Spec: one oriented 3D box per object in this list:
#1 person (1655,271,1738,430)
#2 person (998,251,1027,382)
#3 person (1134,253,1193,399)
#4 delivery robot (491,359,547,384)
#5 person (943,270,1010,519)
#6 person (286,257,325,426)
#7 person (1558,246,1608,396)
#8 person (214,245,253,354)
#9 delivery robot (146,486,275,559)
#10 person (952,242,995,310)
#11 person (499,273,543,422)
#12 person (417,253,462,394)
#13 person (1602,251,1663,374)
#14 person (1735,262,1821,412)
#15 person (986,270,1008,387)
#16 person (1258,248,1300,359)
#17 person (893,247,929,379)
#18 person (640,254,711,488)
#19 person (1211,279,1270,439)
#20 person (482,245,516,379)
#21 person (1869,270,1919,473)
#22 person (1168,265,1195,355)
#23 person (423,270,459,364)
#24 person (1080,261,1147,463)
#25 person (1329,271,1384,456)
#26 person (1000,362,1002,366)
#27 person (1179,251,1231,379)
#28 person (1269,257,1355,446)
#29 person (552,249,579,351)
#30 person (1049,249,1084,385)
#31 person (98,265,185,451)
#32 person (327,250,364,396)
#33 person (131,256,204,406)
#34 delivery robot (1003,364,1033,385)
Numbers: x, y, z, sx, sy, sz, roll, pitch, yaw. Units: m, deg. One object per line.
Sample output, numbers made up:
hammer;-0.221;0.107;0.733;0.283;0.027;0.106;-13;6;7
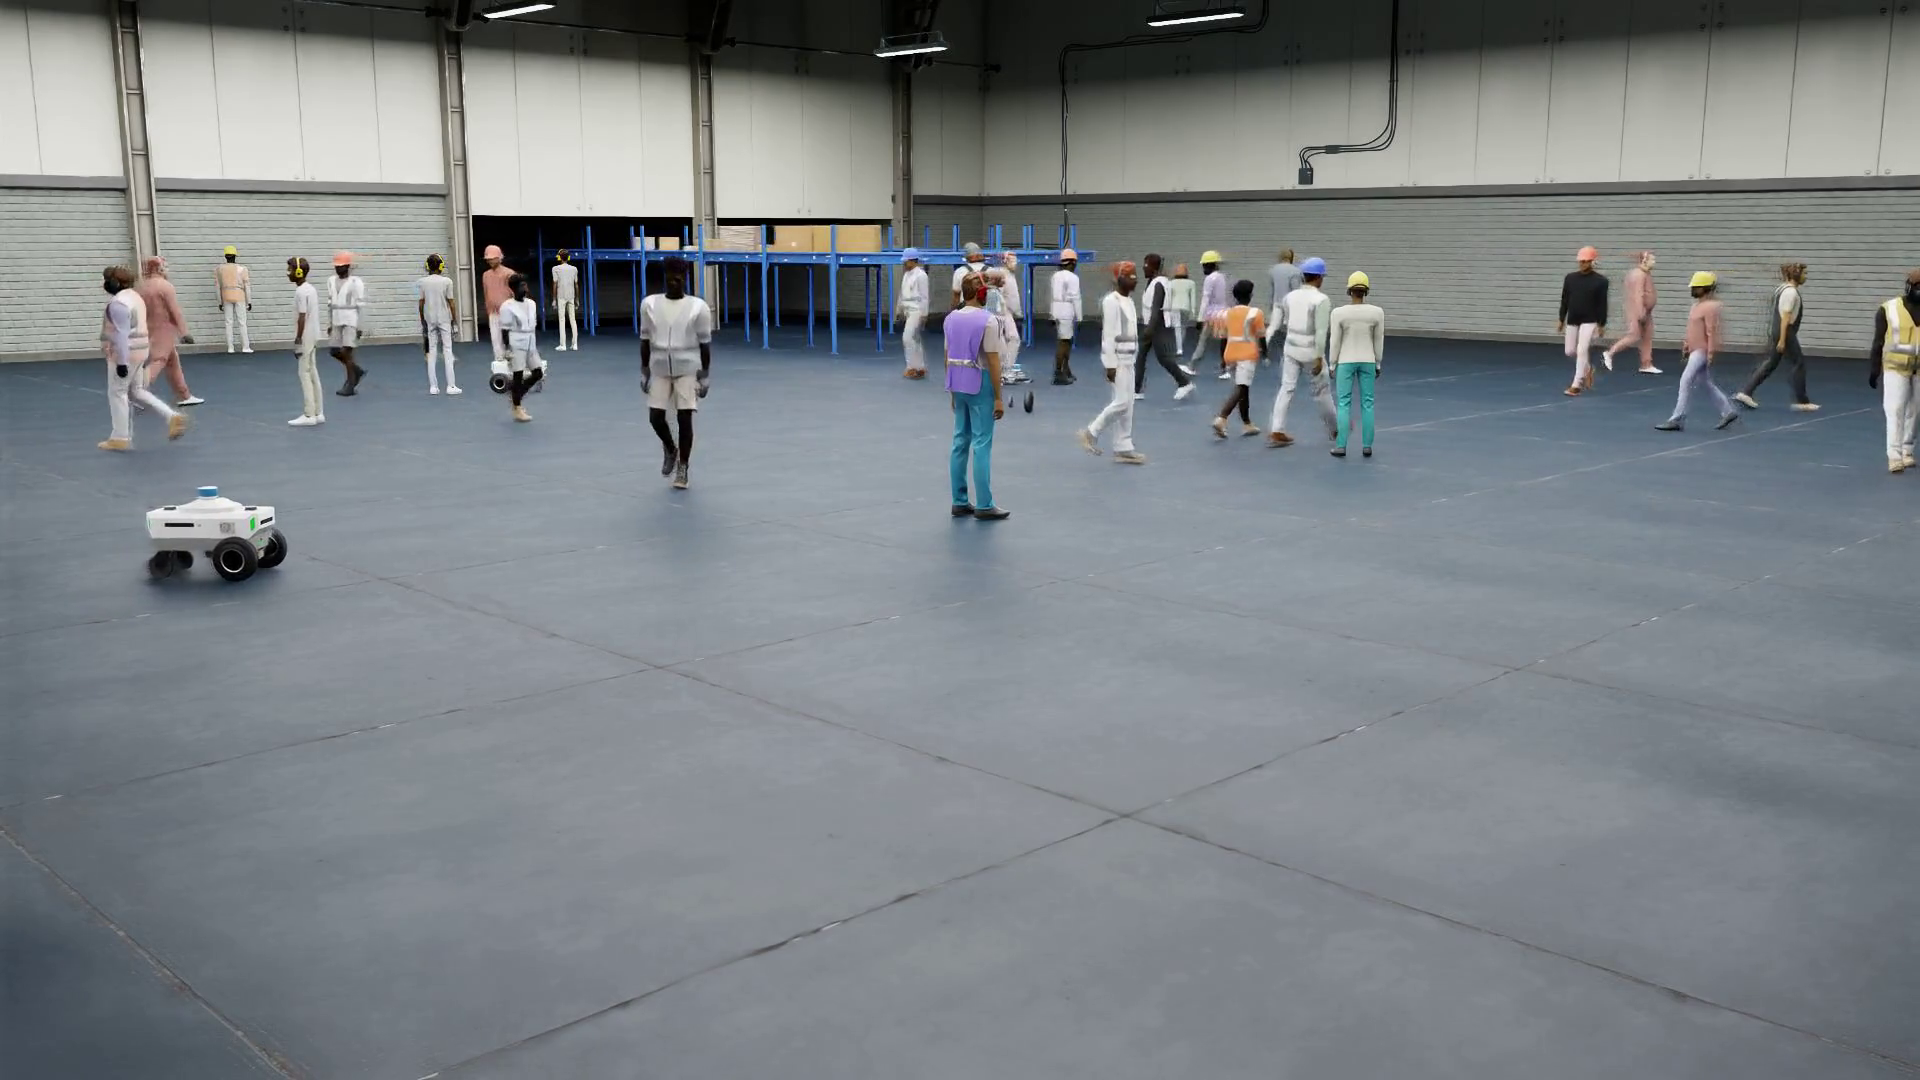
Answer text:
person;8.100;-2.059;18.107;0.874;1.730;0.536;1;10;5
person;0.726;-3.221;24.039;0.672;1.876;0.635;2;11;8
person;2.560;-2.771;21.556;0.925;1.889;0.589;-2;11;-9
delivery robot;-6.001;-2.335;22.673;0.707;0.478;0.477;-1;10;-4
person;0.098;-1.088;12.484;0.390;1.849;0.565;-10;14;-42
person;-7.376;-2.230;18.668;0.361;1.869;0.521;-1;10;-8
person;8.337;-2.931;22.196;0.766;1.978;0.623;-9;14;-41
person;-13.012;-4.306;29.813;0.587;1.929;0.361;-2;11;-10
delivery robot;-4.704;-0.093;10.450;0.707;0.478;0.477;0;10;2
person;0.226;-3.284;24.050;0.703;2.000;0.585;-2;11;-10
person;-5.009;-2.192;18.938;0.395;1.680;0.544;6;12;29
person;-6.960;-2.887;22.236;0.509;1.872;0.328;0;10;2
person;10.420;-3.512;25.627;0.796;1.880;0.644;7;12;33
person;9.946;-2.465;20.149;0.953;1.806;0.516;2;11;12
person;0.516;-2.949;23.232;0.356;1.624;0.526;1;10;5
person;5.506;-4.048;28.506;0.938;1.910;0.639;-9;14;-41
person;-0.771;-3.330;24.486;0.675;1.922;0.624;-5;11;-25
person;-2.392;-1.422;13.993;0.617;1.954;0.456;0;10;2
person;2.903;-1.894;17.399;0.844;1.665;0.535;-9;13;-39
person;-6.730;-3.377;24.654;0.642;1.962;0.771;4;11;22
person;8.615;-1.529;15.048;0.647;1.801;0.873;3;11;18
person;3.917;-4.096;29.588;0.516;1.586;0.851;0;10;-1
person;-8.555;-3.724;27.327;0.741;1.669;0.544;7;12;33
person;1.476;-1.657;15.522;0.521;1.872;0.595;5;12;26
person;3.799;-1.688;15.984;0.525;1.769;0.308;0;10;-2
person;0.261;-3.100;24.094;0.571;1.615;0.521;-4;11;-19
person;3.699;-3.323;24.609;1.041;1.871;0.603;5;11;24
person;3.550;-1.903;16.844;1.054;1.883;0.609;-8;13;-38
person;-7.286;-4.435;30.710;0.515;1.865;0.313;-8;13;-37
person;1.547;-3.193;23.791;0.602;1.903;0.688;-6;12;-29
person;-8.207;-1.810;16.517;0.721;1.824;0.632;-2;11;-9
person;-8.144;-2.890;22.130;0.574;1.916;0.568;4;11;20
person;-9.847;-2.548;20.431;0.654;1.866;0.988;8;13;37
delivery robot;0.687;-2.028;20.294;0.335;0.223;0.698;3;11;14
